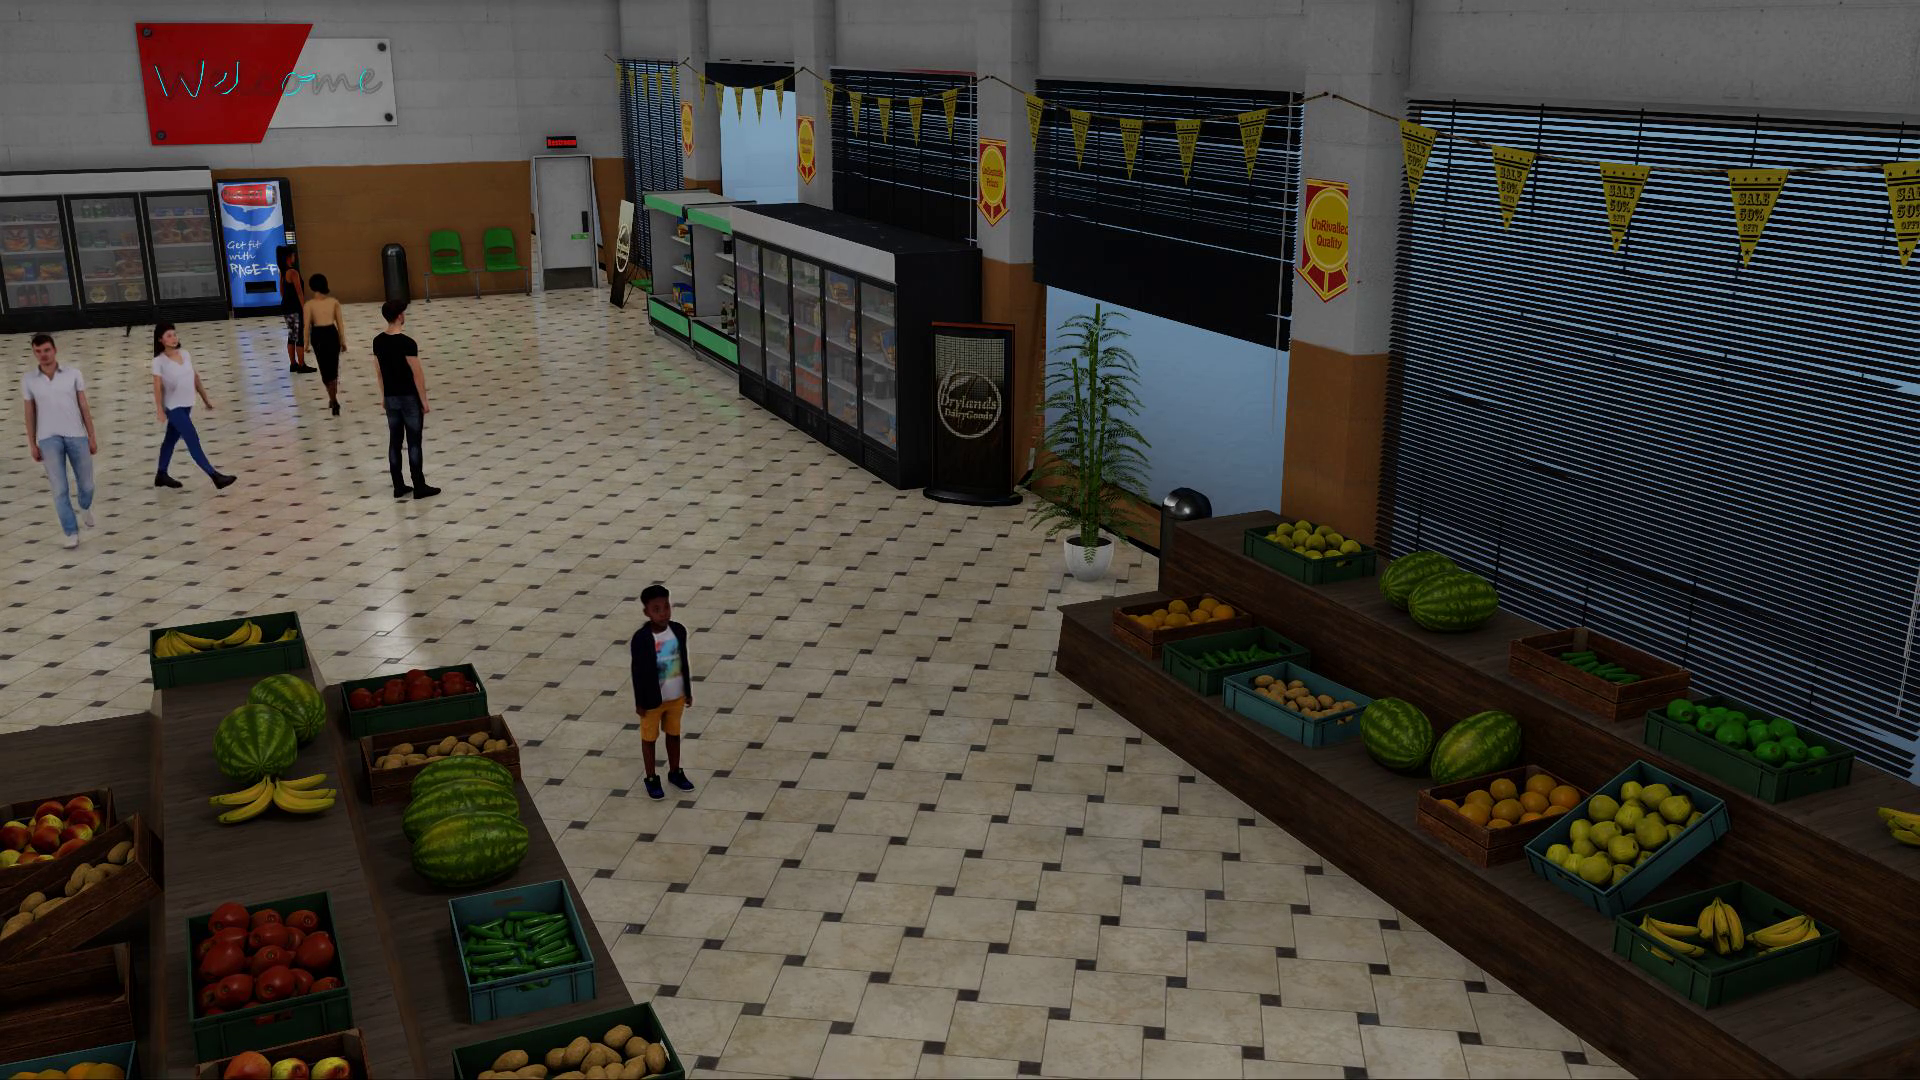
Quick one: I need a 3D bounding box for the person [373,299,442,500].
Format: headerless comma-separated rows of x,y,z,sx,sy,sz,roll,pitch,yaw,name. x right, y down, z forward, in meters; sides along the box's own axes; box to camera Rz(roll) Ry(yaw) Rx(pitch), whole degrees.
-5.305,-1.339,15.813,0.753,1.897,0.807,6,18,18,person

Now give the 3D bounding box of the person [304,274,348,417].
-7.282,-2.229,19.183,0.706,1.641,0.823,-14,22,-38,person

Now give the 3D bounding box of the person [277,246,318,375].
-8.725,-3.027,21.770,0.593,1.665,0.717,13,21,36,person

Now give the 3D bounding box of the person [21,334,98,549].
-7.742,-0.867,14.366,0.659,1.834,0.859,-8,19,-25,person

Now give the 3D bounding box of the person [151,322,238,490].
-7.544,-1.218,15.874,1.099,1.629,1.158,3,17,8,person

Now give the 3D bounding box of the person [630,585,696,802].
-1.734,0.861,9.641,0.561,1.272,0.582,-13,21,-37,person
